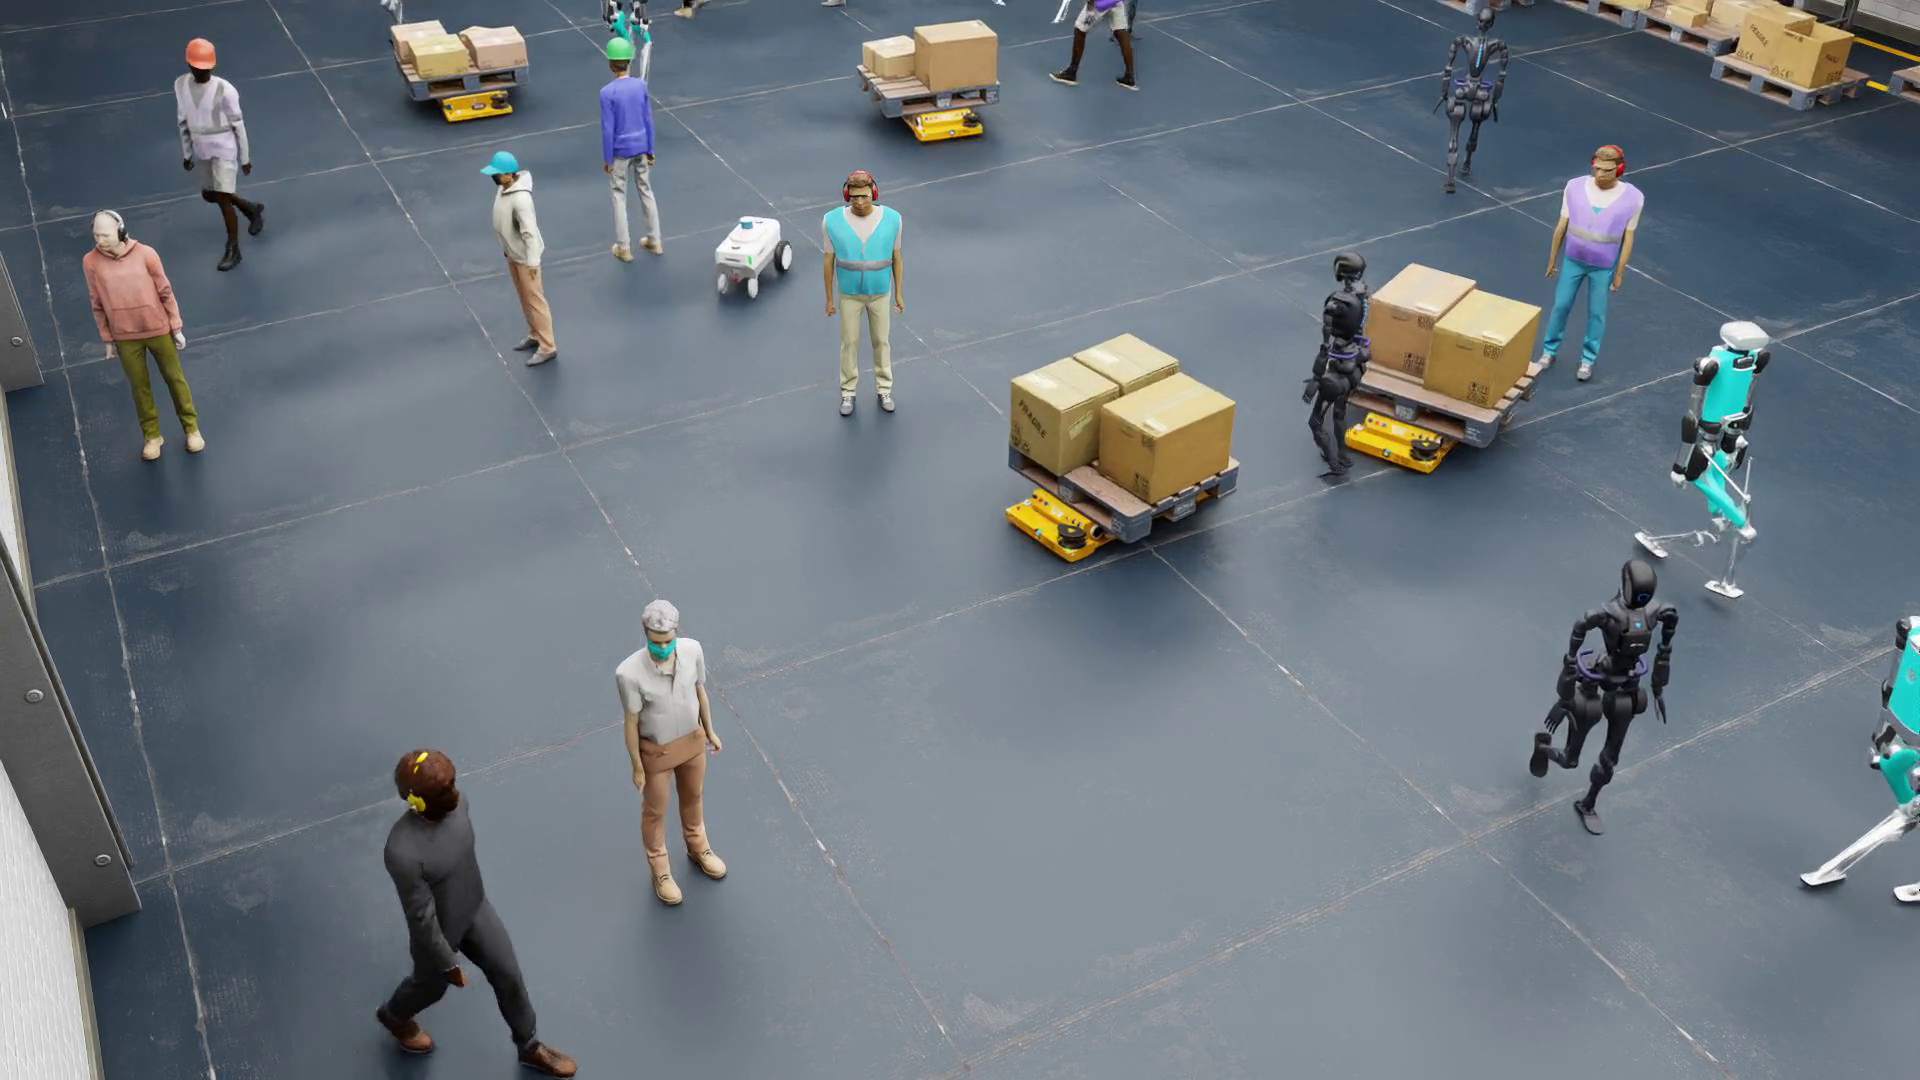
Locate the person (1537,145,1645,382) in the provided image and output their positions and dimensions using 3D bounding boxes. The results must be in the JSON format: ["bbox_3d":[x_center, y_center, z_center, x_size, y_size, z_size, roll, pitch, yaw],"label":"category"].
[{"bbox_3d":[4.654,-2.062,12.300,0.561,1.833,0.400,22,41,28],"label":"person"}]

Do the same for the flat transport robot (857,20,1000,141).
[{"bbox_3d":[-0.321,-4.460,17.083,0.659,0.231,1.431,-12,37,-16],"label":"flat transport robot"}]

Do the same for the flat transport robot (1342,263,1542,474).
[{"bbox_3d":[3.404,-0.957,12.082,0.659,0.231,1.431,23,41,29],"label":"flat transport robot"}]

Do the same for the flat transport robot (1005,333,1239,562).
[{"bbox_3d":[1.059,-0.316,11.167,1.431,0.231,0.659,-25,42,-31],"label":"flat transport robot"}]

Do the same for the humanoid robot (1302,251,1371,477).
[{"bbox_3d":[2.567,-1.167,11.161,0.370,1.652,0.590,25,42,31],"label":"humanoid robot"}]

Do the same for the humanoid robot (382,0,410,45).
[{"bbox_3d":[-6.444,-6.460,18.715,0.535,1.839,0.847,10,36,13],"label":"humanoid robot"}]

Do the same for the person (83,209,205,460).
[{"bbox_3d":[-5.591,-1.421,11.379,0.519,1.835,0.365,-11,36,-15],"label":"person"}]

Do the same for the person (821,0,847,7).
[{"bbox_3d":[-1.457,-7.337,19.734,0.418,1.943,0.552,6,35,8],"label":"person"}]

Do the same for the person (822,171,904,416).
[{"bbox_3d":[-0.685,-1.767,11.864,0.569,1.845,0.383,-5,35,-7],"label":"person"}]

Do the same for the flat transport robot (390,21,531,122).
[{"bbox_3d":[-5.199,-4.753,17.502,0.659,0.231,1.431,-15,38,-20],"label":"flat transport robot"}]

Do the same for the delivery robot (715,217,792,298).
[{"bbox_3d":[-1.764,-2.408,13.898,0.499,0.587,0.769,9,36,13],"label":"delivery robot"}]

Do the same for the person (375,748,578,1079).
[{"bbox_3d":[-2.210,1.592,7.073,0.919,1.838,0.487,14,37,19],"label":"person"}]

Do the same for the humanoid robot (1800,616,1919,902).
[{"bbox_3d":[4.704,1.052,7.956,0.891,1.778,0.568,-2,35,-3],"label":"humanoid robot"}]

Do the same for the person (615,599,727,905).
[{"bbox_3d":[-1.383,0.995,8.011,0.482,1.742,0.325,-24,42,-31],"label":"person"}]

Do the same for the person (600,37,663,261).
[{"bbox_3d":[-2.800,-3.292,14.037,0.481,1.852,0.402,-27,43,-33],"label":"person"}]

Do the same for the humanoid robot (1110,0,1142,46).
[{"bbox_3d":[1.940,-6.434,18.661,0.599,1.659,0.315,-27,43,-33],"label":"humanoid robot"}]

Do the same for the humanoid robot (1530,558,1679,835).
[{"bbox_3d":[3.283,0.725,8.460,0.612,1.646,0.535,-4,35,-5],"label":"humanoid robot"}]

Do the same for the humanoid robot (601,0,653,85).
[{"bbox_3d":[-3.382,-5.446,17.234,0.550,1.808,0.716,10,36,14],"label":"humanoid robot"}]

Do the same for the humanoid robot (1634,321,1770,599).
[{"bbox_3d":[4.684,-0.401,10.052,0.557,1.757,1.042,-16,38,-21],"label":"humanoid robot"}]

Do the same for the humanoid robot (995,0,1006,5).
[{"bbox_3d":[0.490,-7.349,19.930,0.562,1.792,0.676,-17,39,-23],"label":"humanoid robot"}]

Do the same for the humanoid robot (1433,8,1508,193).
[{"bbox_3d":[4.705,-4.097,15.366,0.586,1.629,0.744,7,36,10],"label":"humanoid robot"}]

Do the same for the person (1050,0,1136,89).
[{"bbox_3d":[1.463,-5.675,17.409,0.906,1.893,0.635,24,41,30],"label":"person"}]

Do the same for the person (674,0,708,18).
[{"bbox_3d":[-3.266,-6.945,19.402,0.375,1.684,0.534,13,37,18],"label":"person"}]

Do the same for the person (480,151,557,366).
[{"bbox_3d":[-3.313,-2.132,12.536,0.378,1.673,0.471,-22,40,-28],"label":"person"}]

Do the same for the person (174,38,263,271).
[{"bbox_3d":[-6.249,-3.281,13.983,0.567,1.890,0.776,10,36,14],"label":"person"}]

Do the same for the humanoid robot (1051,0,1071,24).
[{"bbox_3d":[1.420,-6.928,19.344,0.540,1.778,0.879,23,41,29],"label":"humanoid robot"}]
